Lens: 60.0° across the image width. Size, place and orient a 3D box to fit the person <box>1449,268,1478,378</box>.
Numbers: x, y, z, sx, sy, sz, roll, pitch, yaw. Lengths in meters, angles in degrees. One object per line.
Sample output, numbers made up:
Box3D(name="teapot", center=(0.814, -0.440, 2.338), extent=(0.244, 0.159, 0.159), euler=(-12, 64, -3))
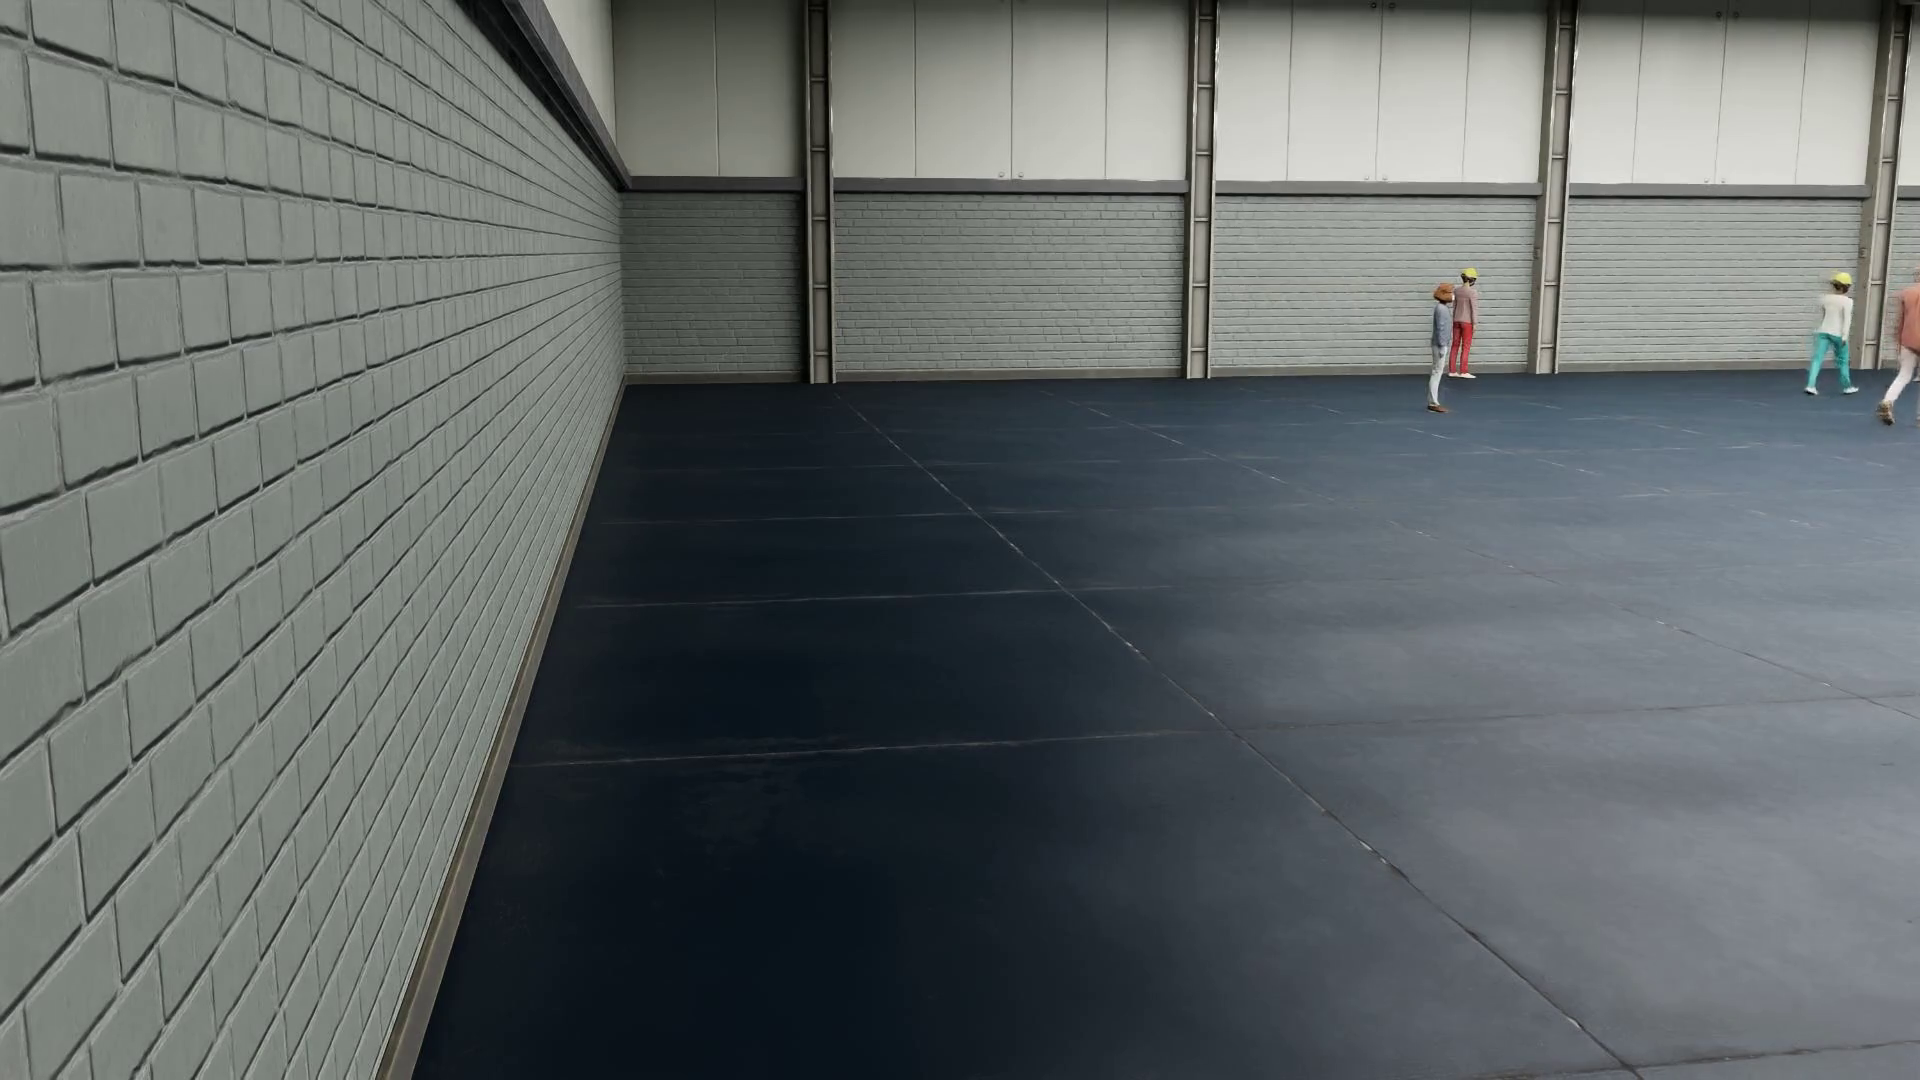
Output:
Box3D(name="person", center=(8.081, -3.459, 26.577), extent=(0.335, 1.761, 0.520), euler=(-5, 11, -27))

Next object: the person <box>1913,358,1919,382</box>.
Box3D(name="person", center=(15.008, -3.306, 25.665), extent=(0.534, 1.767, 0.317), euler=(3, 10, 15))

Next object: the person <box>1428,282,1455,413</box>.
Box3D(name="person", center=(6.077, -2.427, 20.991), extent=(0.268, 1.630, 0.507), euler=(3, 10, 16))

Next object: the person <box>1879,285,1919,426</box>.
Box3D(name="person", center=(10.993, -2.263, 19.096), extent=(0.817, 1.966, 0.612), euler=(-7, 12, -34))

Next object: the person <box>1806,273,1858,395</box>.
Box3D(name="person", center=(12.312, -2.892, 23.418), extent=(0.900, 1.720, 0.535), euler=(-5, 11, -27))
